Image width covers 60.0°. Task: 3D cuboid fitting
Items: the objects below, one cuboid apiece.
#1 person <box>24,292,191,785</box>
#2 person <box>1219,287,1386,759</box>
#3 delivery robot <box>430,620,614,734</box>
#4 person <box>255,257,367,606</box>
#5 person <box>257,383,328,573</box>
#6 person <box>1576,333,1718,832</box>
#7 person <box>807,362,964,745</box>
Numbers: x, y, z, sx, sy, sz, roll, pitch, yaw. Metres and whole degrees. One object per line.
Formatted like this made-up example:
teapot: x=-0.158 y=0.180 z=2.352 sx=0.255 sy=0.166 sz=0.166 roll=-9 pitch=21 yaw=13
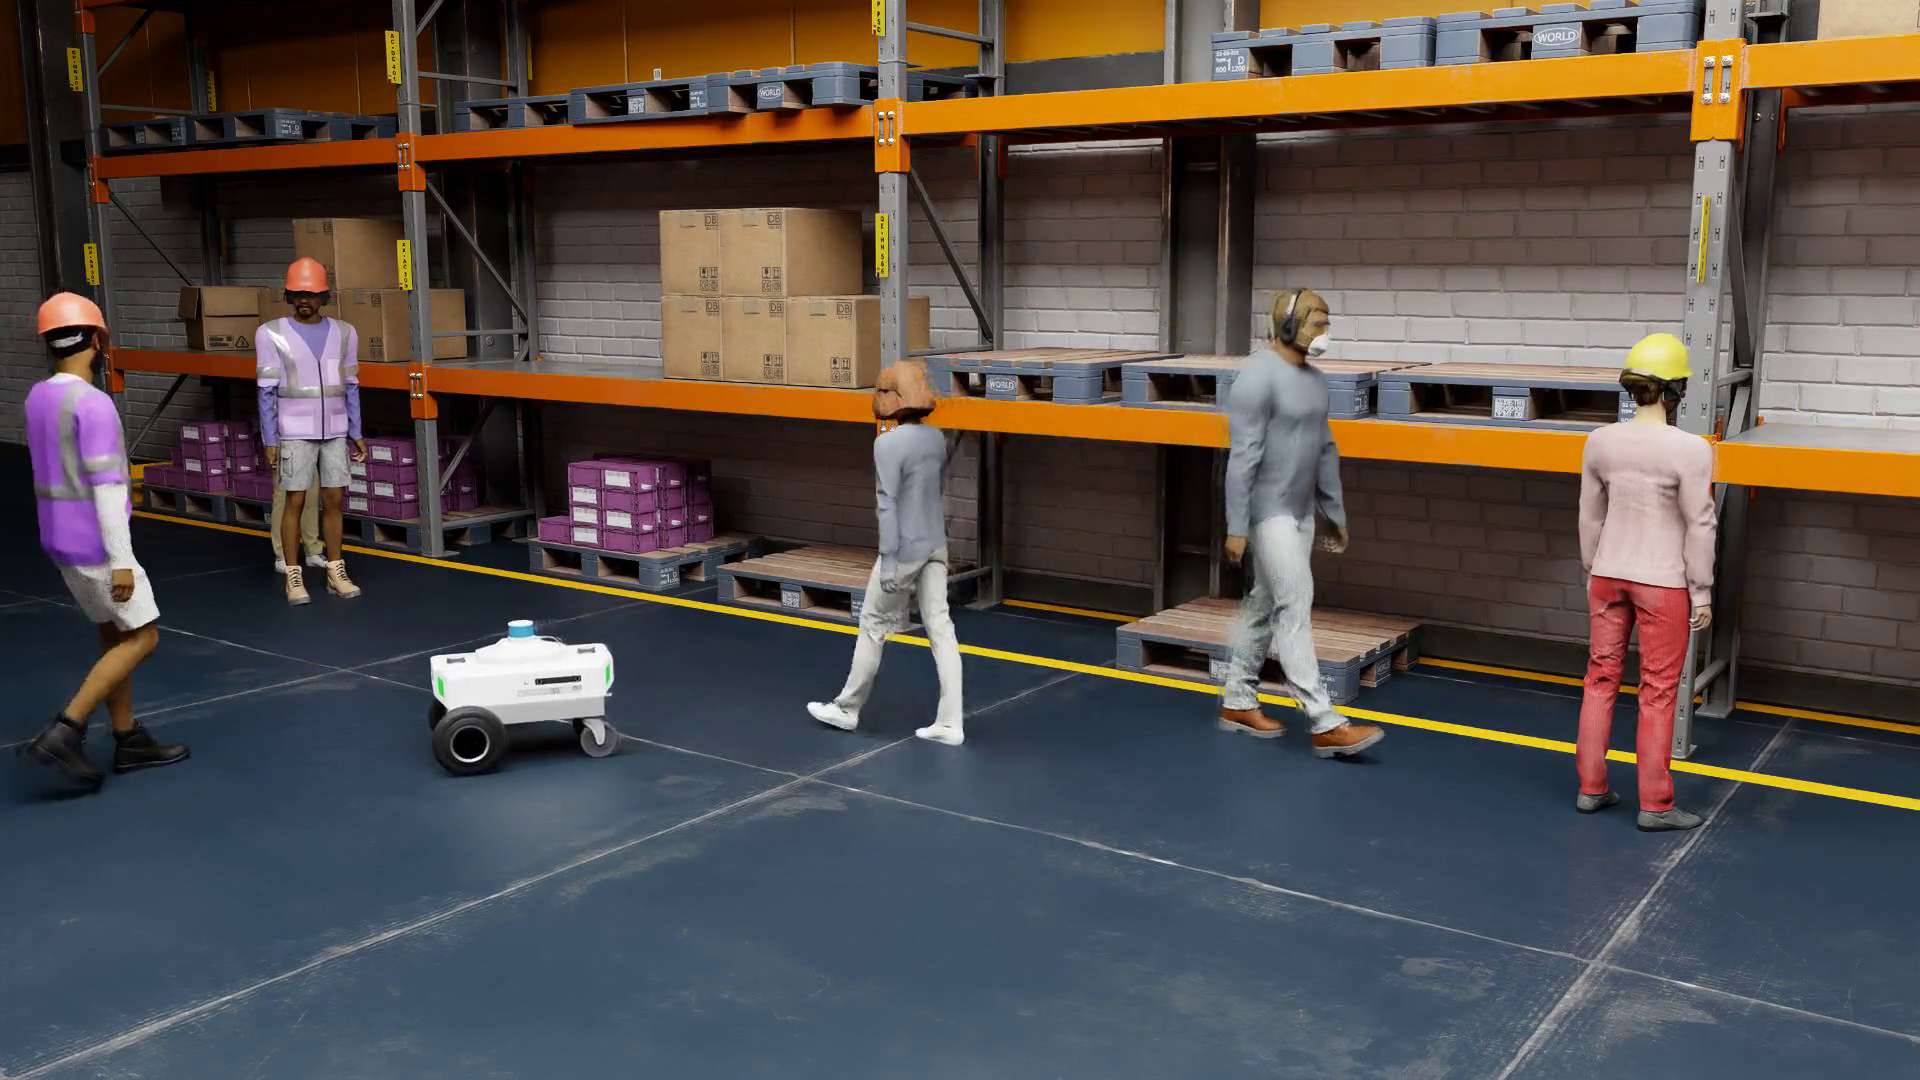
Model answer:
person: x=-3.315 y=0.008 z=6.387 sx=0.573 sy=1.906 sz=0.584 roll=7 pitch=12 yaw=36
person: x=1.434 y=-0.072 z=6.850 sx=0.825 sy=1.907 sz=0.657 roll=7 pitch=12 yaw=36
delivery robot: x=-1.779 y=0.571 z=6.777 sx=0.707 sy=0.478 sz=0.477 roll=-3 pitch=10 yaw=-20
person: x=-3.812 y=-0.639 z=9.844 sx=0.611 sy=2.038 sz=0.392 roll=-9 pitch=13 yaw=-42
person: x=-4.319 y=-0.597 z=10.820 sx=0.274 sy=1.627 sz=0.502 roll=5 pitch=11 yaw=28
person: x=2.444 y=0.153 z=5.939 sx=0.303 sy=1.772 sz=0.523 roll=-6 pitch=11 yaw=-33
person: x=-0.291 y=0.050 z=7.041 sx=0.811 sy=1.592 sz=0.520 roll=6 pitch=11 yaw=33
